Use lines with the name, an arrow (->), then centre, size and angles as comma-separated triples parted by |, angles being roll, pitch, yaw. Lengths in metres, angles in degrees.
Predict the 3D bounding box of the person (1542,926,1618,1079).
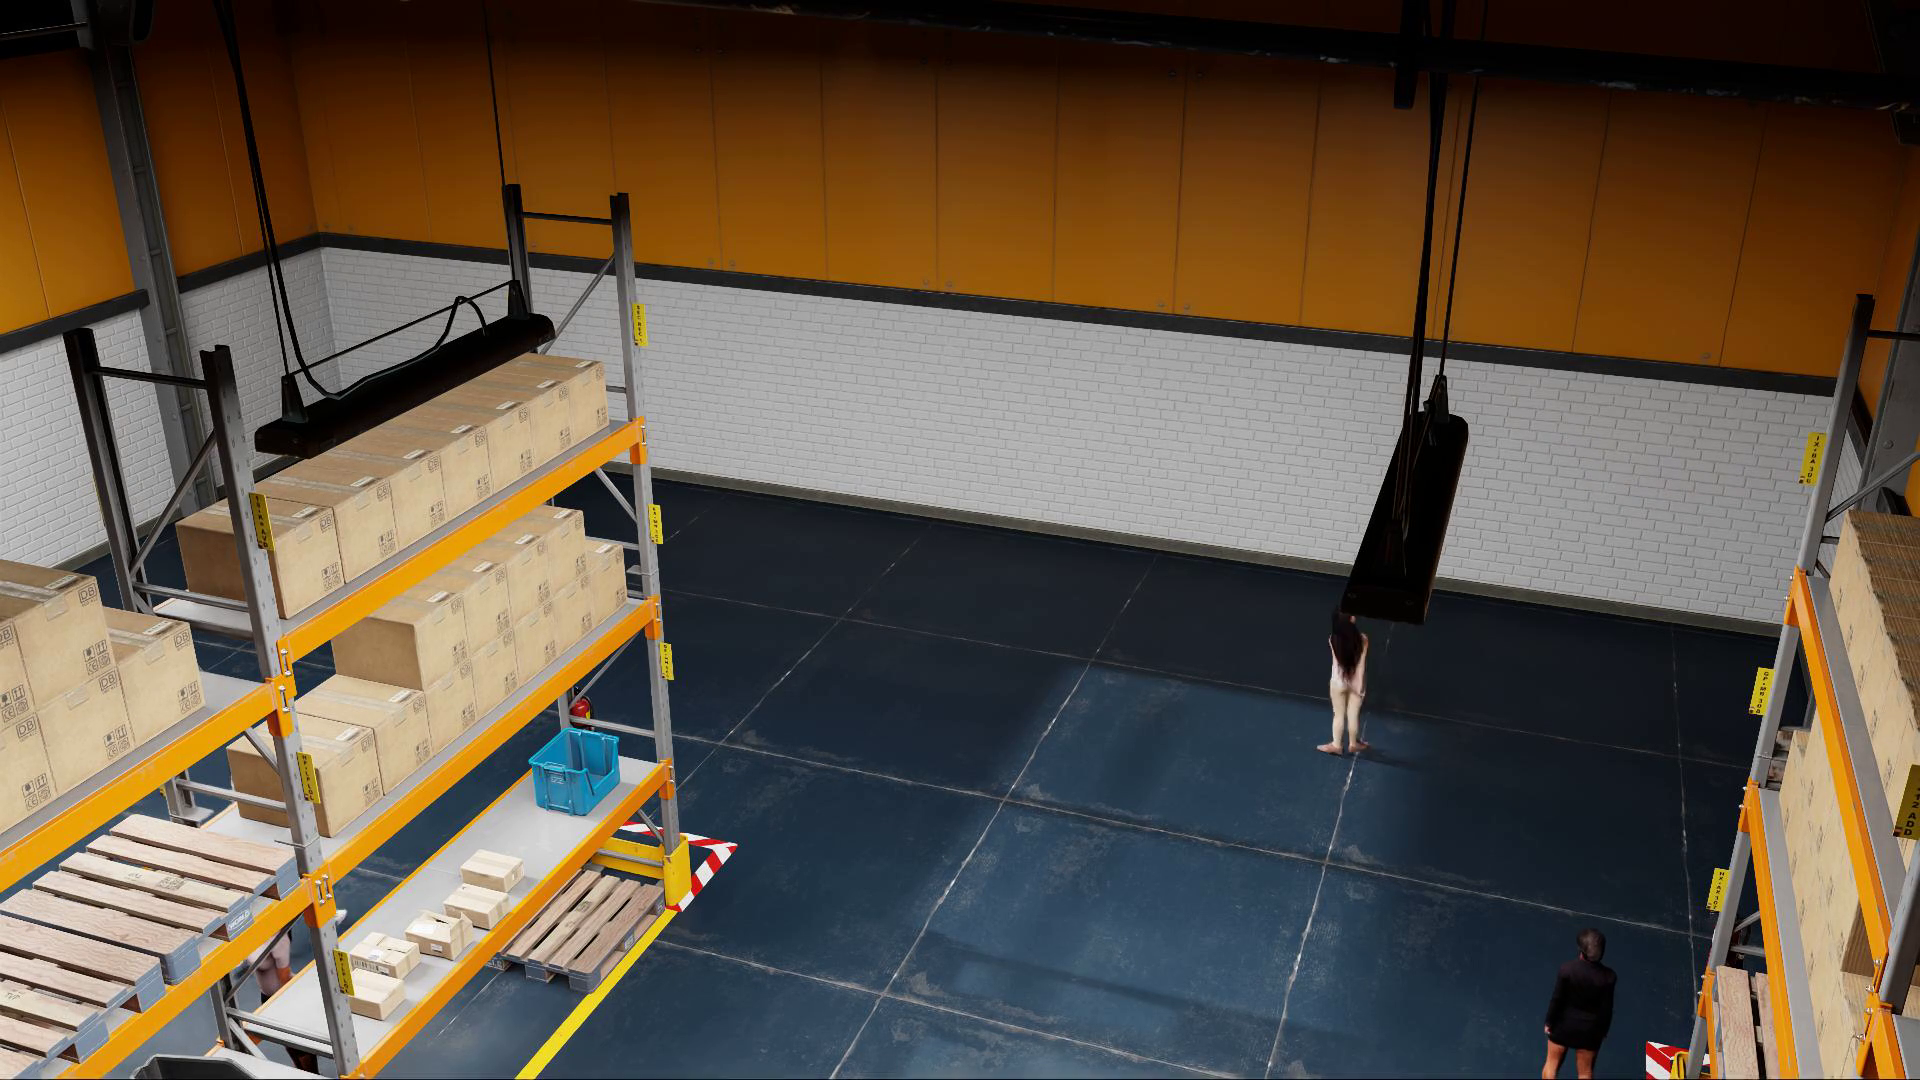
person -> 4.273, 3.378, 11.470 | 0.588, 1.640, 0.612 | 6, 24, 14

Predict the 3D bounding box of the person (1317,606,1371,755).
person -> 3.869, 1.361, 16.084 | 0.648, 1.641, 0.723 | 7, 25, 16

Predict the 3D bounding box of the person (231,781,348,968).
person -> -5.584, 2.513, 13.146 | 0.908, 1.882, 1.282 | 16, 28, 33

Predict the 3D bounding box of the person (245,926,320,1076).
person -> -4.758, 3.218, 11.705 | 0.661, 1.745, 0.650 | 20, 30, 37
